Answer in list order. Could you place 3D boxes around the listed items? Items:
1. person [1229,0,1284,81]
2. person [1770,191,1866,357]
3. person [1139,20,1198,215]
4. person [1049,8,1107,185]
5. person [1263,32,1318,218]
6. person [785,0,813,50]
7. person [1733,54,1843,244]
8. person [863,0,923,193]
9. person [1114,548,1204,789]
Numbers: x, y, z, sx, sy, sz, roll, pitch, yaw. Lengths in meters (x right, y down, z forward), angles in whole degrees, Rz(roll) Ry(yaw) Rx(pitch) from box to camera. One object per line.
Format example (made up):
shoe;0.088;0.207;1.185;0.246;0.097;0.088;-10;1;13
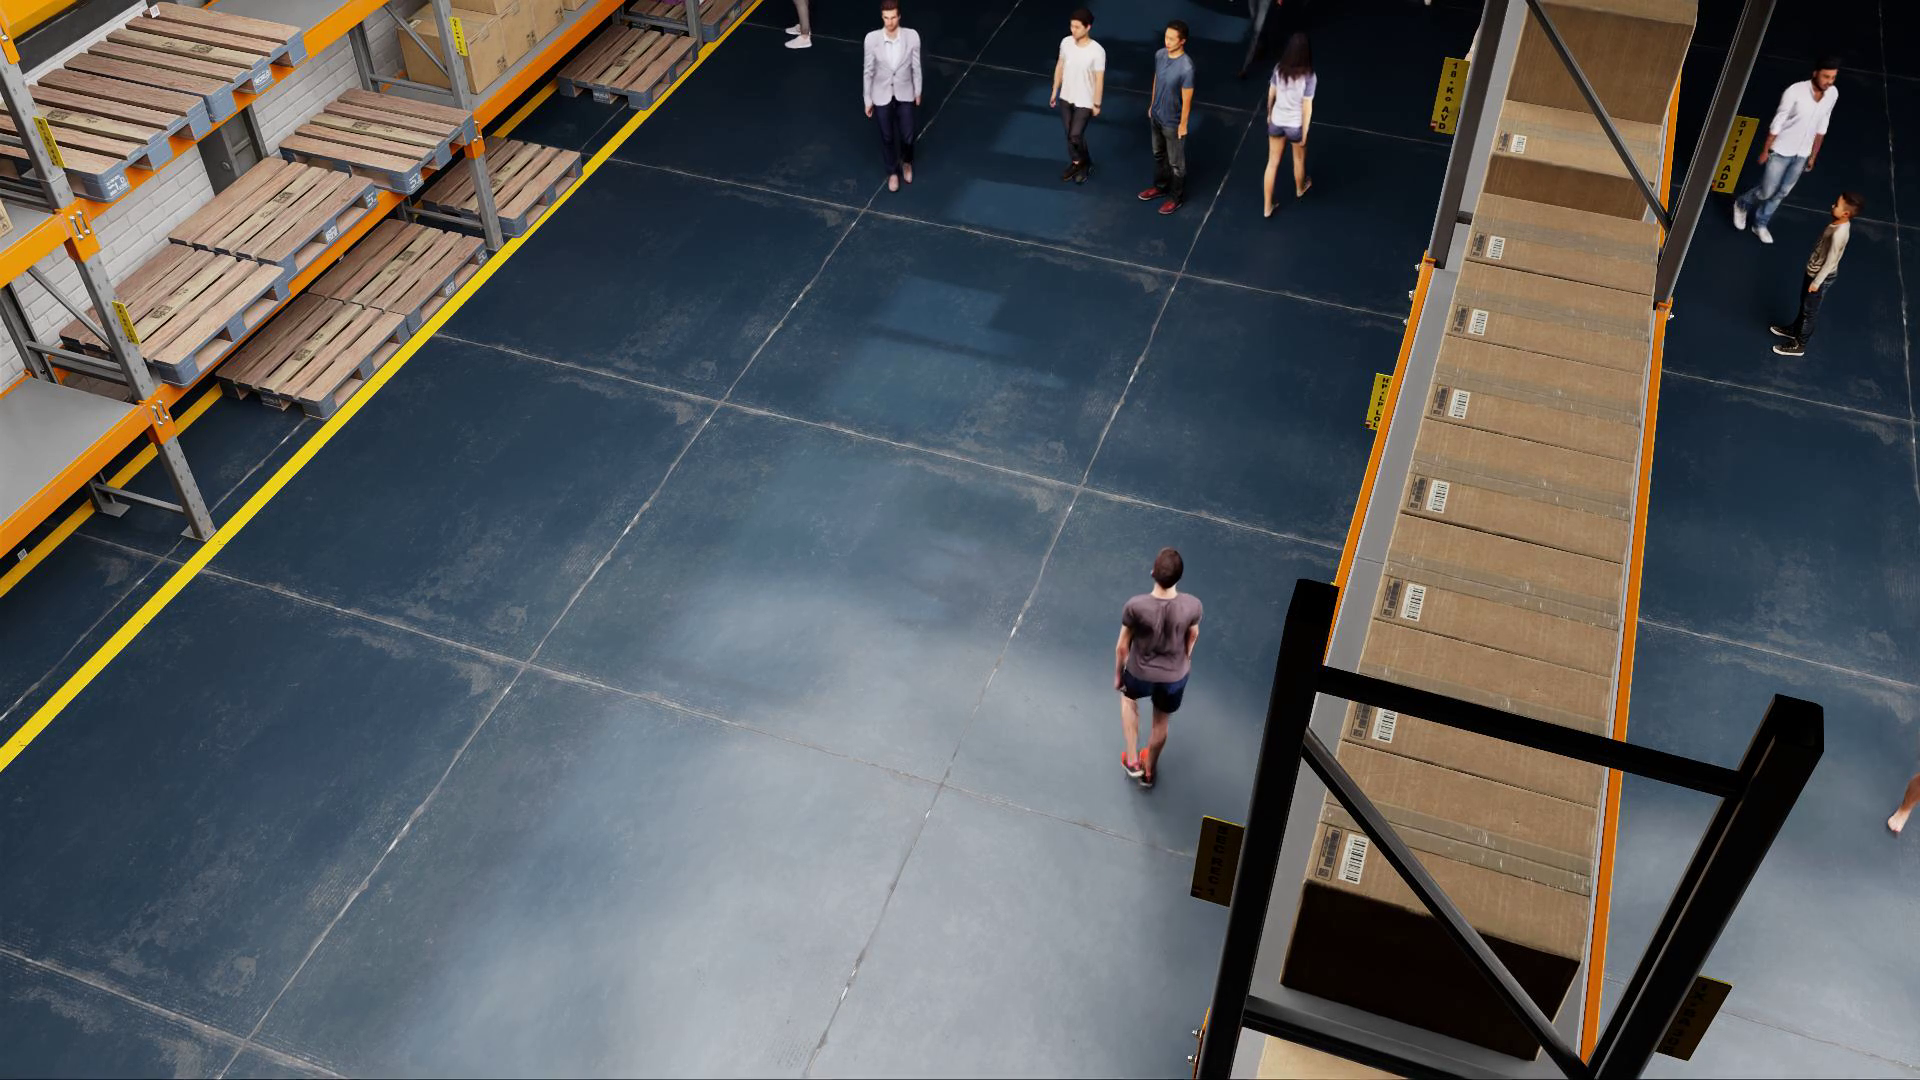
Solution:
person;3.068;-5.574;16.745;0.876;1.733;1.162;28;50;26
person;6.908;-2.148;13.345;0.607;1.464;0.425;13;45;13
person;1.883;-3.791;14.820;0.749;1.807;0.716;-22;48;-22
person;1.134;-4.081;15.196;0.731;1.708;0.728;-34;53;-30
person;2.871;-3.637;14.730;0.740;1.709;0.978;25;49;24
person;-1.702;-5.989;17.104;0.797;1.839;0.622;-1;44;-1
person;7.198;-3.459;14.480;0.789;1.796;0.845;-4;44;-4
person;-0.600;-4.067;15.089;0.774;1.837;0.771;0;44;0
person;1.179;0.849;9.928;0.745;1.838;0.756;1;44;1
